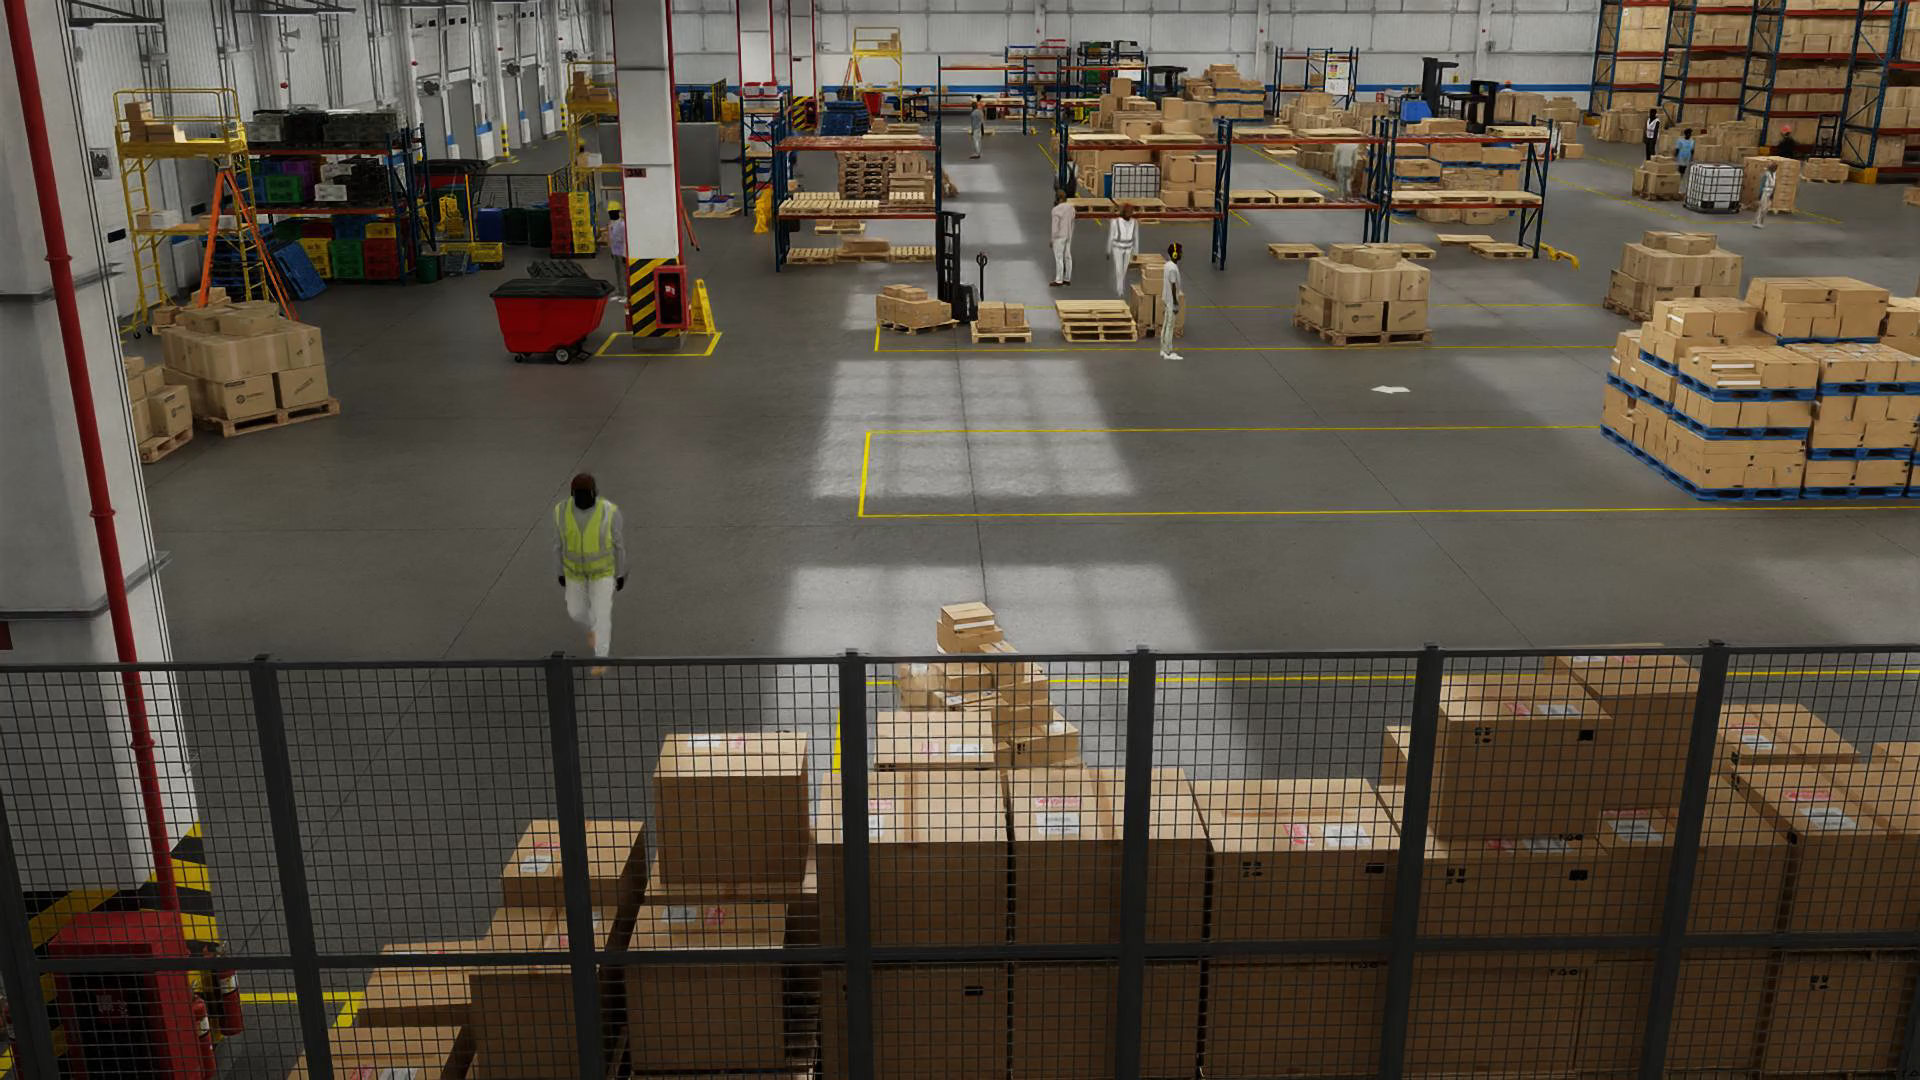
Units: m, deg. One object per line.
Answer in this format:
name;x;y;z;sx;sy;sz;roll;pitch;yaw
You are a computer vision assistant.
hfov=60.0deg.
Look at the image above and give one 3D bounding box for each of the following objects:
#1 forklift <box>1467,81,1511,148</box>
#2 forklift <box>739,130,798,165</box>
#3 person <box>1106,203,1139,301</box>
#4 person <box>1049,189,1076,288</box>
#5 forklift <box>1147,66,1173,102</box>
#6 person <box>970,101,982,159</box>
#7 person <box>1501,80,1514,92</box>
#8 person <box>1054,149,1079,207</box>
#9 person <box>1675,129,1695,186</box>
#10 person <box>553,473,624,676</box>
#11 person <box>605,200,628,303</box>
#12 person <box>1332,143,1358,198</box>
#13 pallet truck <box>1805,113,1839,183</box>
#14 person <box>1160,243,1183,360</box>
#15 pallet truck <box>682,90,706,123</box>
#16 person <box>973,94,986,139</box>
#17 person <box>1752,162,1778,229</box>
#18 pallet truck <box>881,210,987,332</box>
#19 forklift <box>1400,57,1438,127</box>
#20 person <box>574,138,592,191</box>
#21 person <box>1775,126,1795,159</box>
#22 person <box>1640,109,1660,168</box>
forklift;16.581;-13.188;52.995;1.873;2.768;1.129;-9;20;-24
forklift;-6.389;-13.889;55.073;1.873;2.768;1.129;-1;19;-1
person;3.150;-5.474;31.692;0.606;1.848;0.859;-6;20;-18
person;2.022;-6.013;33.170;0.373;1.935;0.628;17;25;42
forklift;7.425;-16.286;62.184;1.129;2.768;1.873;-9;21;-25
person;0.533;-14.050;57.013;0.372;1.934;0.627;7;20;21
person;22.718;-18.137;69.170;0.547;1.917;0.694;6;20;17
person;2.523;-8.448;40.227;0.700;2.000;0.537;-16;24;-40
person;21.558;-11.357;49.389;0.548;1.676;0.606;-2;19;-7
person;-3.265;0.253;14.745;0.632;1.830;0.608;1;19;3
person;-6.491;-5.476;31.587;0.384;1.924;0.593;-13;22;-33
person;10.636;-10.372;46.139;0.633;1.916;0.743;-1;19;-2
pallet truck;26.403;-11.957;50.702;0.823;1.965;1.885;6;19;16
person;3.429;-3.851;26.851;0.327;1.874;0.519;-2;19;-7
pallet truck;-9.671;-15.907;62.421;0.823;1.965;1.885;5;19;15
person;0.726;-16.316;64.098;0.540;1.695;0.317;-6;19;-16
person;19.900;-8.507;41.065;0.603;1.609;0.389;-14;23;-36
pallet truck;-0.493;-4.759;29.349;1.885;1.965;0.823;-13;23;-34
forklift;19.327;-18.501;68.755;1.873;2.768;1.129;-1;19;-1
person;-9.982;-9.693;44.106;0.414;1.918;0.625;-4;19;-11
person;23.119;-10.654;46.856;0.644;1.980;0.518;-10;21;-28
person;22.484;-13.041;54.058;0.390;1.912;0.589;-3;19;-9
